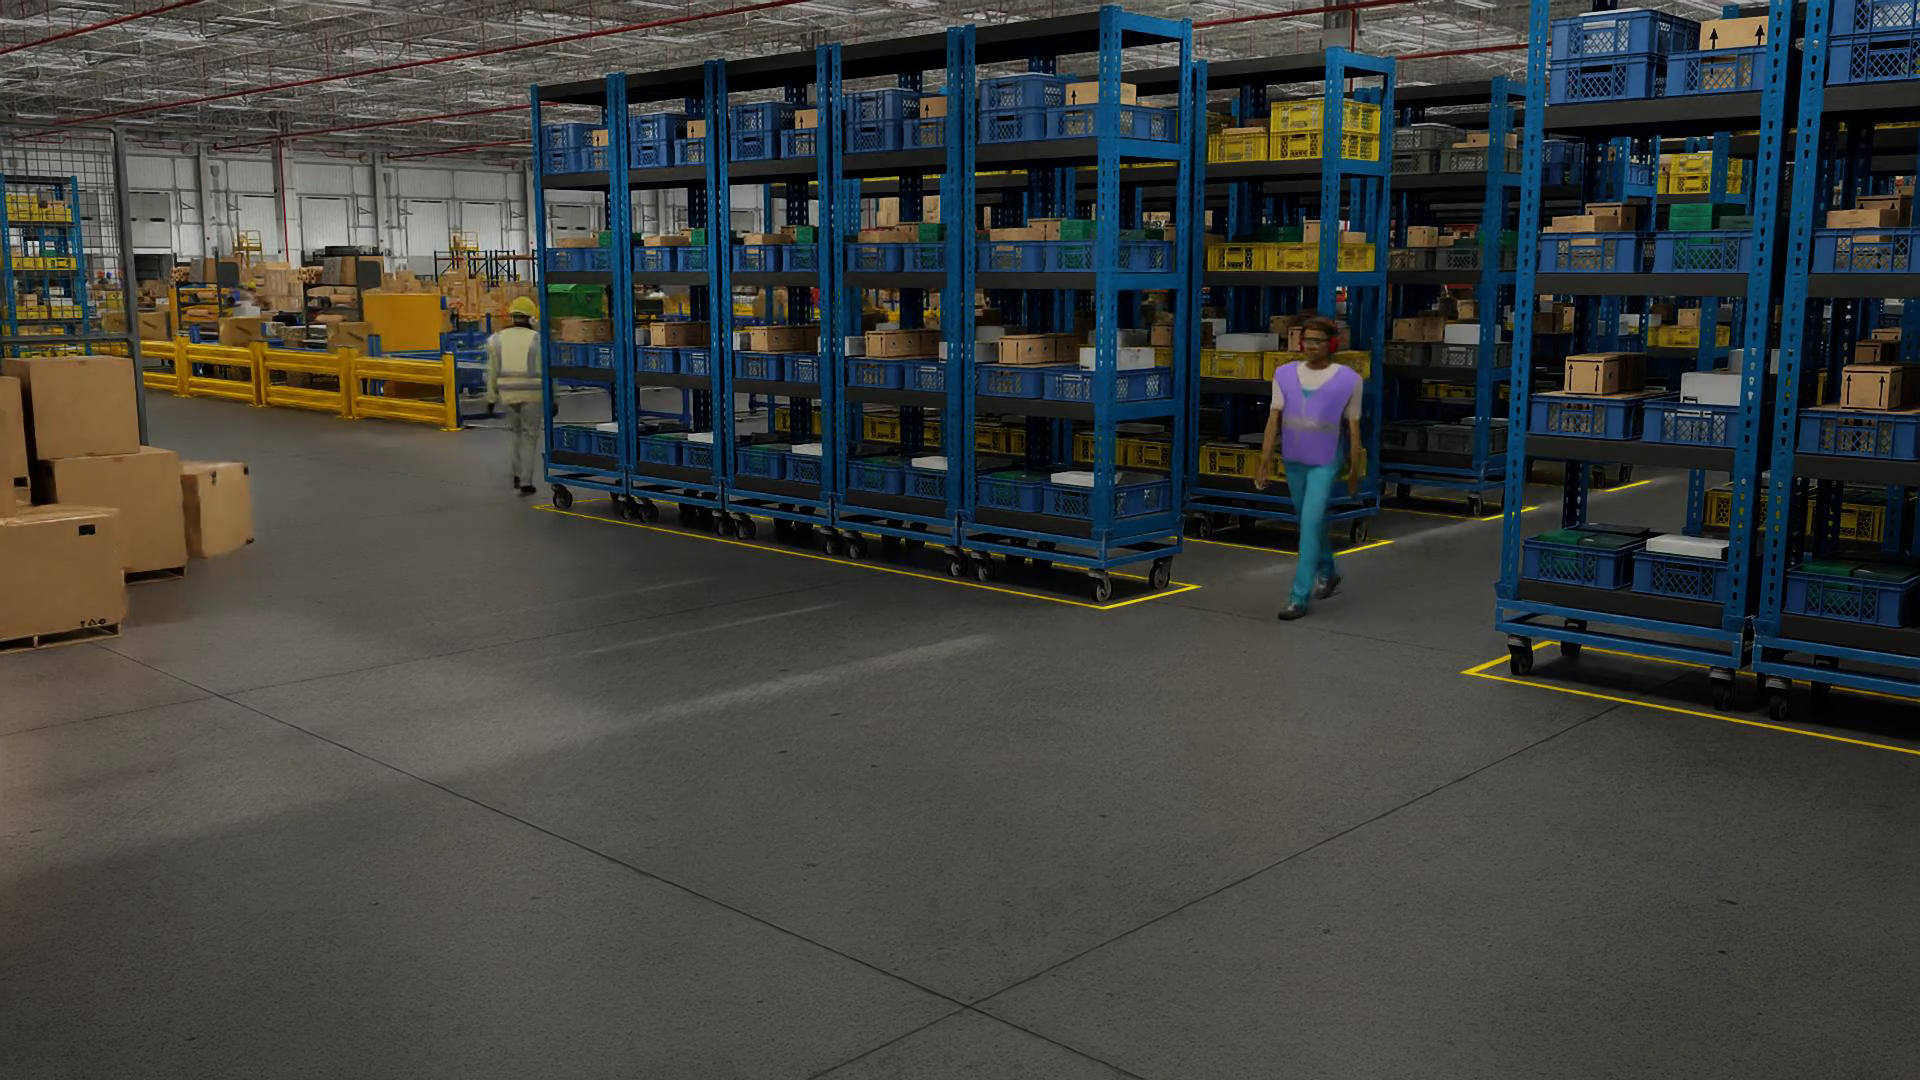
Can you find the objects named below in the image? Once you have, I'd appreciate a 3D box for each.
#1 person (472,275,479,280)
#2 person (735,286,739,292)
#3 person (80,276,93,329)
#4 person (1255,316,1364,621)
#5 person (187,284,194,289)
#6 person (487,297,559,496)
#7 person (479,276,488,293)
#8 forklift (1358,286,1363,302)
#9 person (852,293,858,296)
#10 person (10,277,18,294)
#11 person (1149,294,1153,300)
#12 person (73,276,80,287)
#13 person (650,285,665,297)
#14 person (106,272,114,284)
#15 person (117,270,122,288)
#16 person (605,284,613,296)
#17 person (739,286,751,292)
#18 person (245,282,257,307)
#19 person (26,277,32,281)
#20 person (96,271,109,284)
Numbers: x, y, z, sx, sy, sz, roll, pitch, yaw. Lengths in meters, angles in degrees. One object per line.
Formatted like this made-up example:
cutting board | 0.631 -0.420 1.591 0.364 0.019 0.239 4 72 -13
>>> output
person | -16.786 -8.230 57.566 0.780 1.851 0.522 -7 12 -37
person | -10.728 -11.995 80.542 0.641 1.884 0.631 3 10 18
person | -29.669 -8.054 56.466 0.328 1.861 0.502 2 9 11
person | 2.166 -0.464 10.107 0.576 1.804 0.959 8 12 39
person | -35.518 -11.284 76.775 0.492 1.690 0.928 8 12 40
person | -3.989 -1.323 15.309 0.628 1.810 0.612 1 9 6
person | -23.036 -11.956 80.744 0.777 1.735 0.537 7 12 38
forklift | 11.100 -7.017 46.970 1.873 2.768 1.129 9 13 43
person | -4.421 -10.366 71.256 0.862 1.656 0.535 2 10 14
person | -39.369 -10.190 69.387 0.830 1.918 0.631 -7 11 -36
person | 7.187 -9.002 62.823 0.648 1.669 0.552 2 10 13
person | -38.058 -10.596 71.947 0.595 1.900 0.865 7 11 35
person | -9.360 -7.125 51.377 0.868 1.655 0.523 9 13 44
person | -38.277 -11.091 74.831 0.402 1.938 0.603 4 10 22
person | -26.212 -7.461 52.247 0.606 2.045 0.389 4 10 22
person | -12.719 -8.957 61.433 0.954 2.000 0.699 -7 12 -37
person | -9.302 -10.688 72.422 0.565 1.912 0.660 5 10 27
person | -18.655 -5.950 43.960 0.896 1.720 0.541 -6 11 -34
person | -42.897 -11.410 76.791 0.550 1.935 0.370 9 13 43
person | -33.871 -9.640 65.767 0.613 1.991 0.392 6 11 31
